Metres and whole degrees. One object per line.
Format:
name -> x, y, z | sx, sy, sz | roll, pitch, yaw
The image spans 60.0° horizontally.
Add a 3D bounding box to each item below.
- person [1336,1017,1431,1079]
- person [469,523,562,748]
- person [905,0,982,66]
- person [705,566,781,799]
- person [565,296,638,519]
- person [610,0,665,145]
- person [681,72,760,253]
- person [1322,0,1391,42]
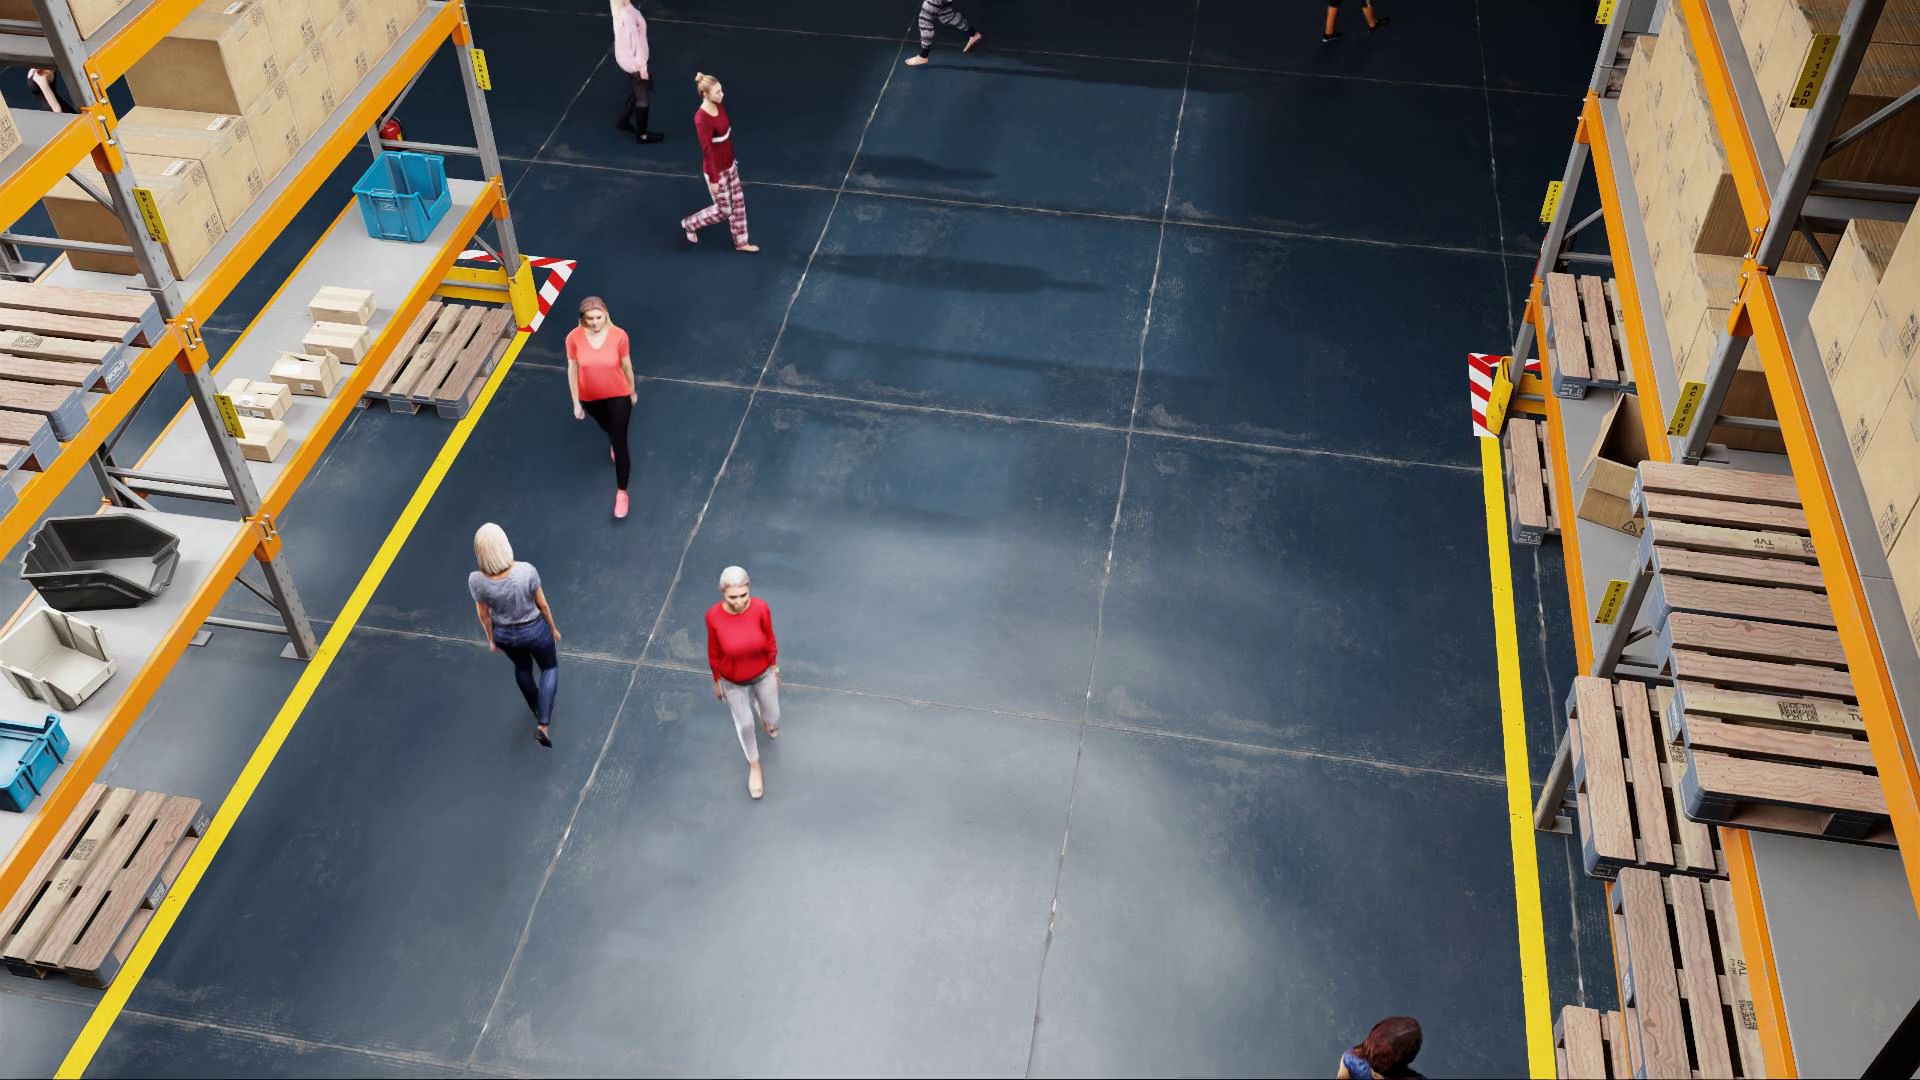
person -> 1.934, 2.783, 7.797 | 0.729, 1.807, 0.674 | 19, 47, 19
person -> -2.683, 0.617, 10.143 | 0.737, 1.706, 0.934 | -4, 44, -4
person -> -0.134, -5.612, 16.685 | 0.983, 1.702, 1.091 | -11, 45, -12
person -> -1.291, 0.771, 9.998 | 0.742, 1.684, 0.927 | -8, 44, -8
person -> -2.550, -1.085, 11.971 | 0.754, 1.650, 1.195 | -1, 44, -1
person -> -3.121, -4.443, 15.478 | 0.815, 1.675, 0.755 | -15, 46, -15
person -> -2.105, -3.181, 14.145 | 0.707, 1.685, 0.813 | 8, 44, 9
person -> 3.978, -5.874, 17.006 | 1.016, 1.638, 1.016 | -20, 47, -20
